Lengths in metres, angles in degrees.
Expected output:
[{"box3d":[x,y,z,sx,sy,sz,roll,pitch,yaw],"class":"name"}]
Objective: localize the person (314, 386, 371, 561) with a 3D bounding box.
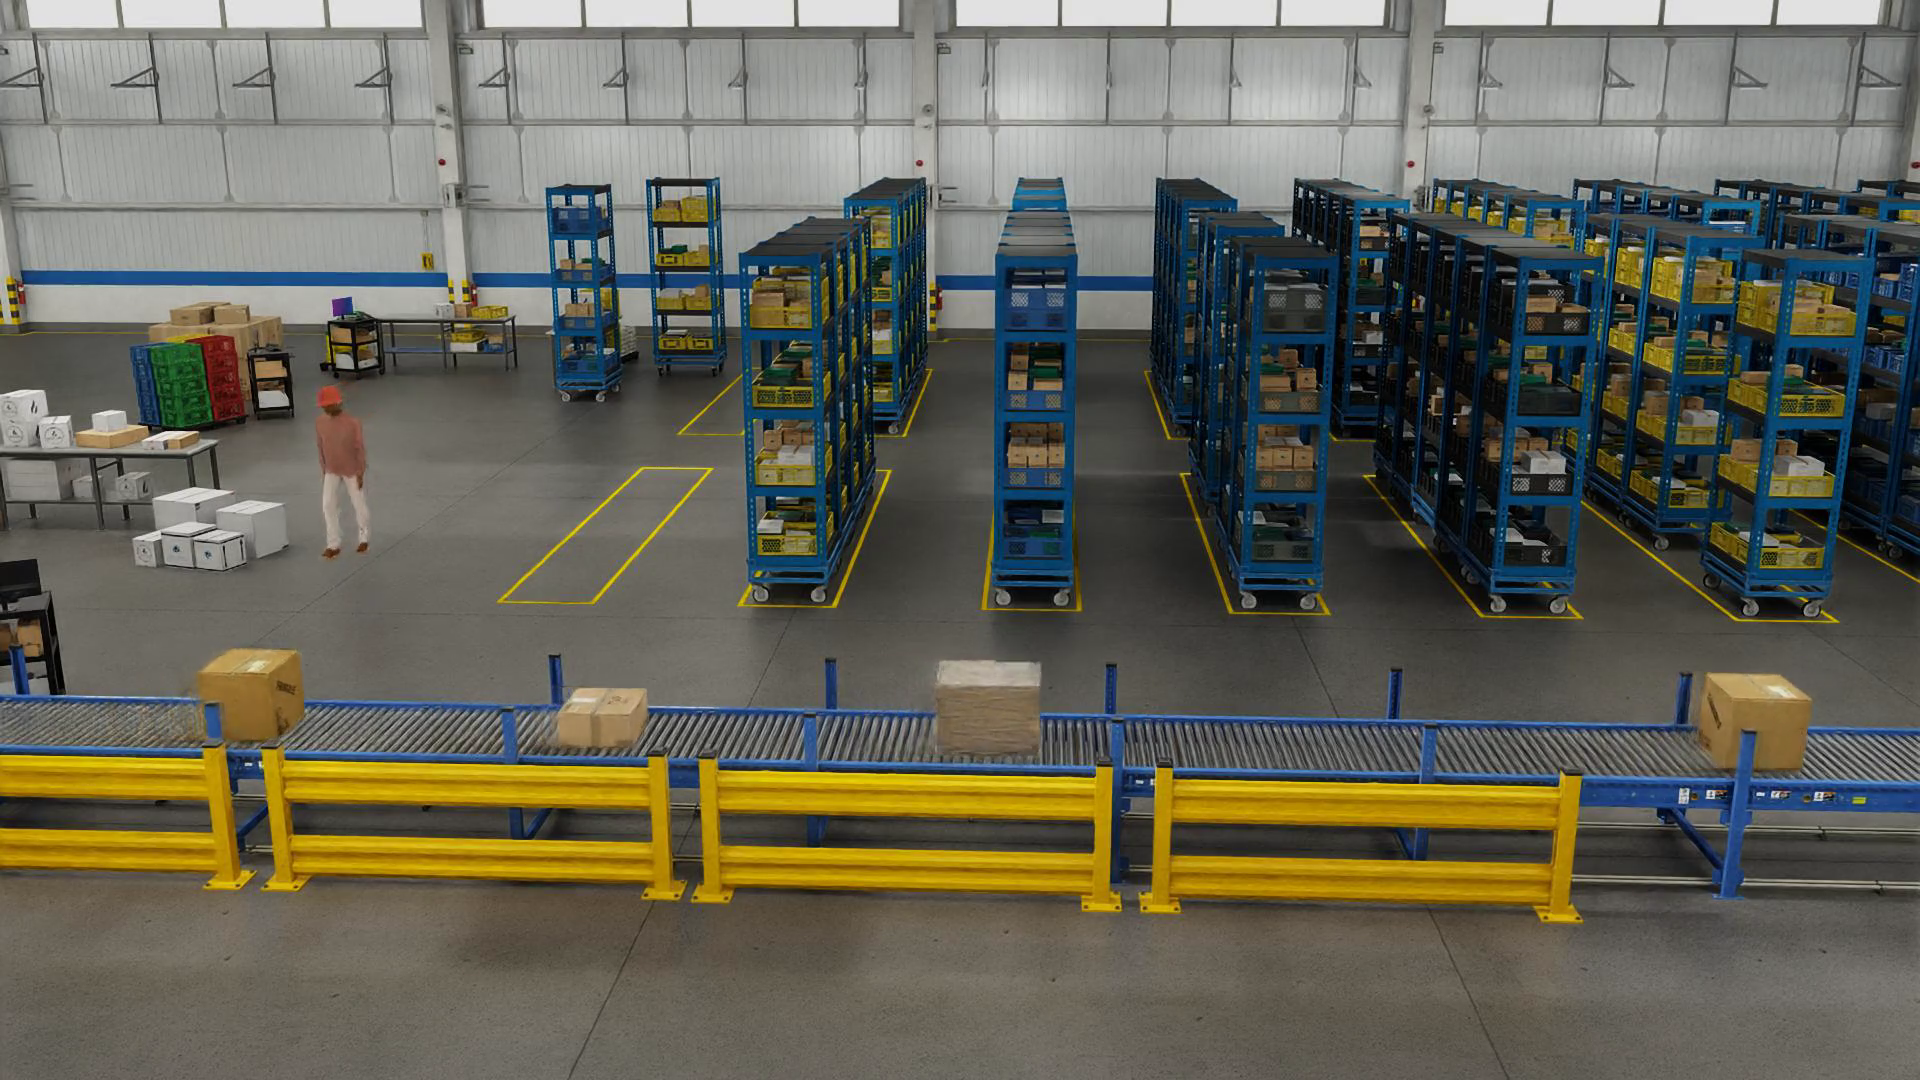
[{"box3d":[-6.933,-0.738,18.579,0.634,1.944,0.877,2,15,7],"class":"person"}]
